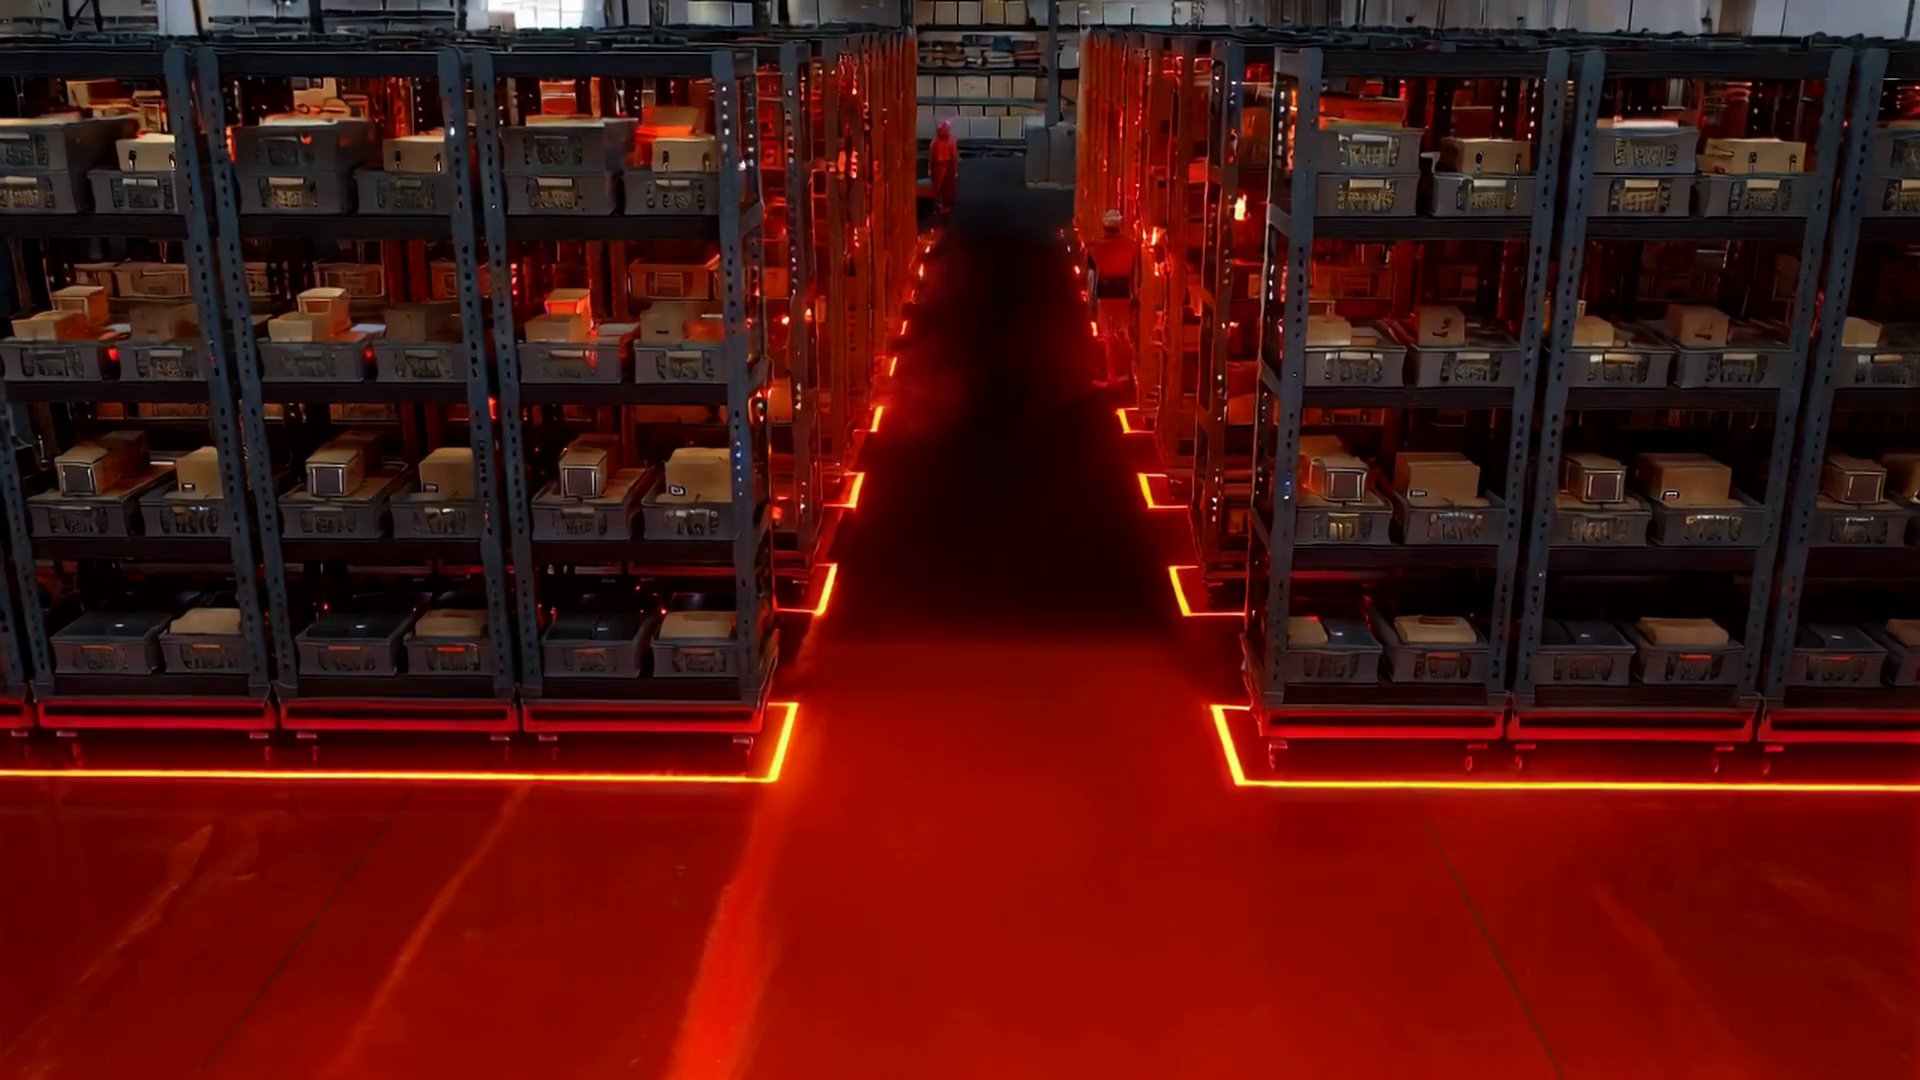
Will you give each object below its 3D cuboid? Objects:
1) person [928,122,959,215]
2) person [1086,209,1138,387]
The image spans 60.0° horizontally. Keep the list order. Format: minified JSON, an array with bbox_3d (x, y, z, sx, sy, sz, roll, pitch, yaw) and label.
[{"bbox_3d":[-0.314,-7.270,32.571,0.603,1.808,0.460,-1,17,-2],"label":"person"},{"bbox_3d":[1.595,-2.509,17.333,0.565,1.846,0.389,-3,18,-9],"label":"person"}]
